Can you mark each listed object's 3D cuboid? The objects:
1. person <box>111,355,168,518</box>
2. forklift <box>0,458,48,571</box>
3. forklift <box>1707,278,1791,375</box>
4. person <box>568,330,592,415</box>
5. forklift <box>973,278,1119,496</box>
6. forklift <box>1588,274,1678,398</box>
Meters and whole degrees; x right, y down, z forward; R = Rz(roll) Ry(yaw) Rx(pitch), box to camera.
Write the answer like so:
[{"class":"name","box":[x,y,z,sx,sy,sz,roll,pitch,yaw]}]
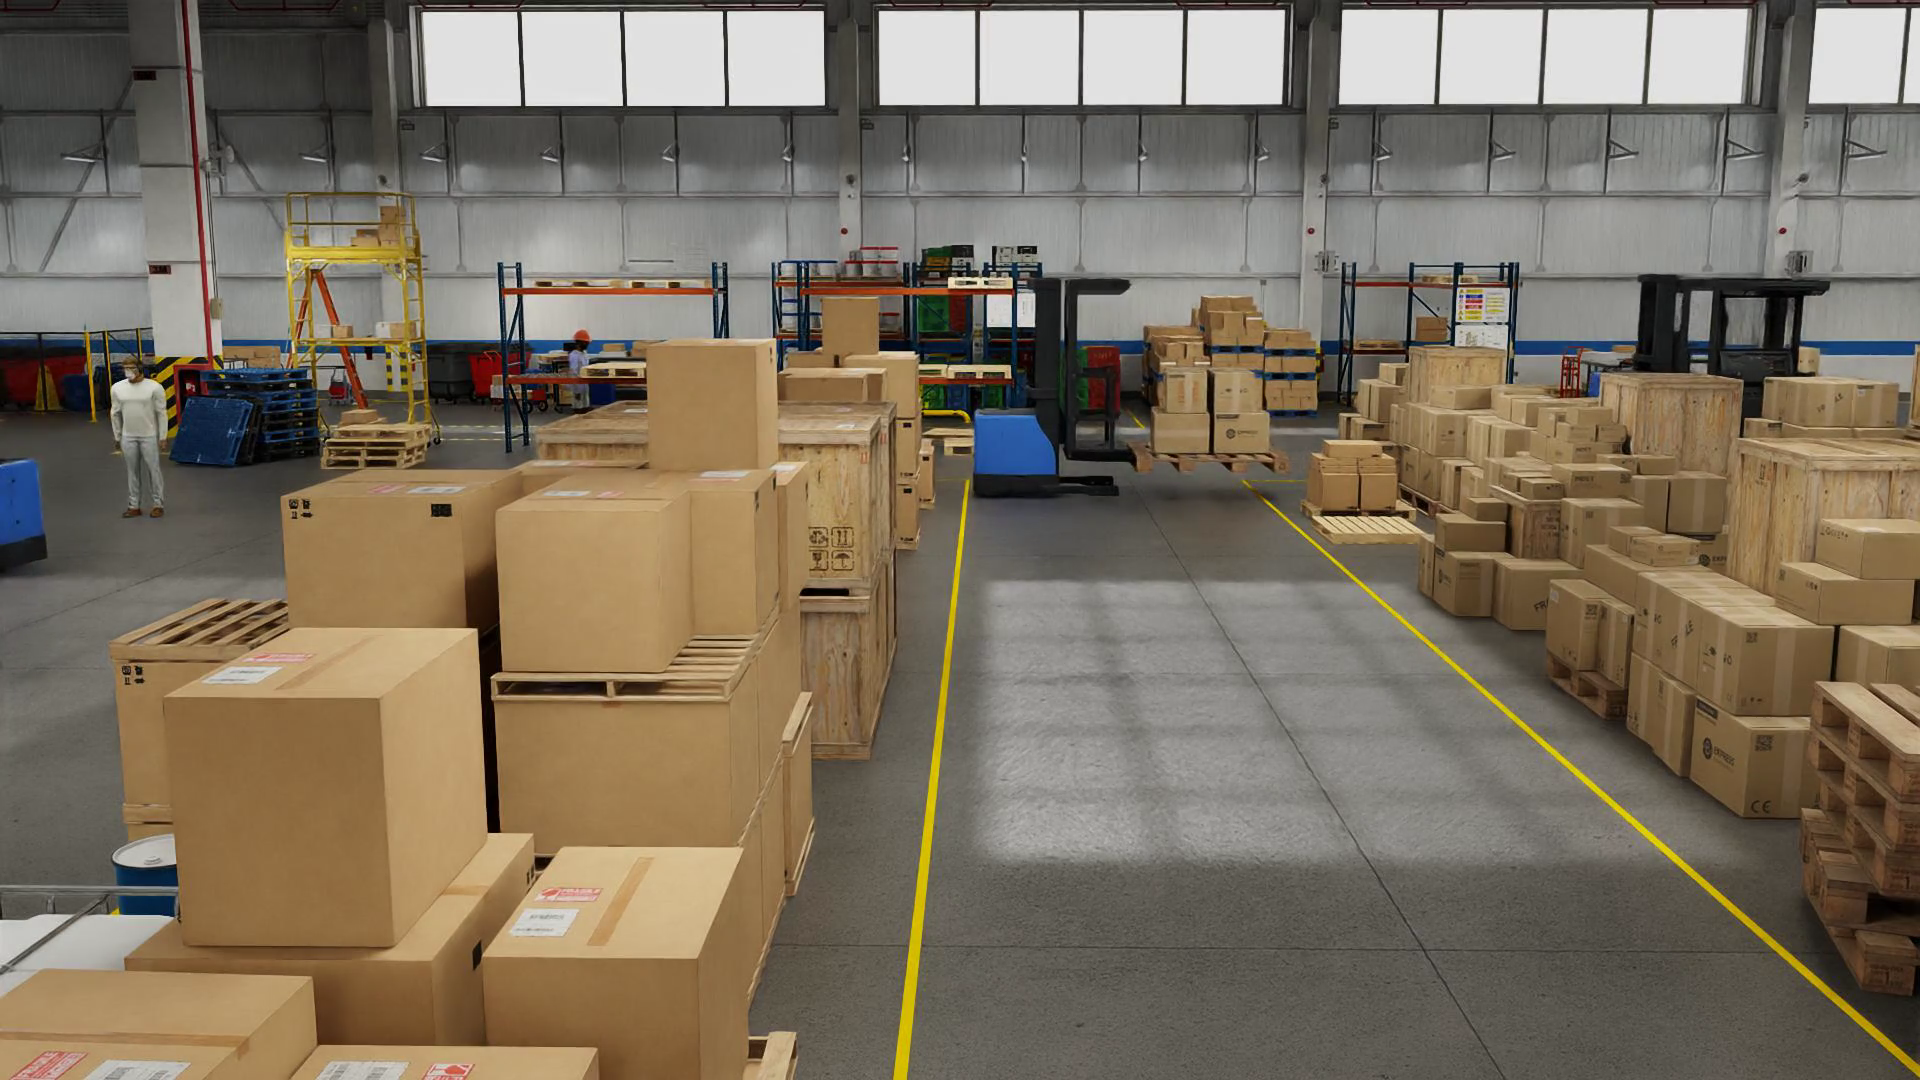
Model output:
[{"class":"person","box":[-9.752,-1.226,19.792,0.633,1.938,0.356,-1,9,-4]},{"class":"forklift","box":[-10.138,-1.086,16.139,1.873,2.768,1.129,1,10,6]},{"class":"forklift","box":[10.341,-2.065,22.004,1.129,2.768,1.873,0,9,0]},{"class":"person","box":[-6.254,-2.509,27.527,0.393,1.928,0.549,2,10,11]},{"class":"forklift","box":[1.114,-2.013,21.692,1.873,2.768,1.129,0,9,1]},{"class":"forklift","box":[12.184,-3.277,29.264,1.873,2.768,1.129,0,9,1]}]
